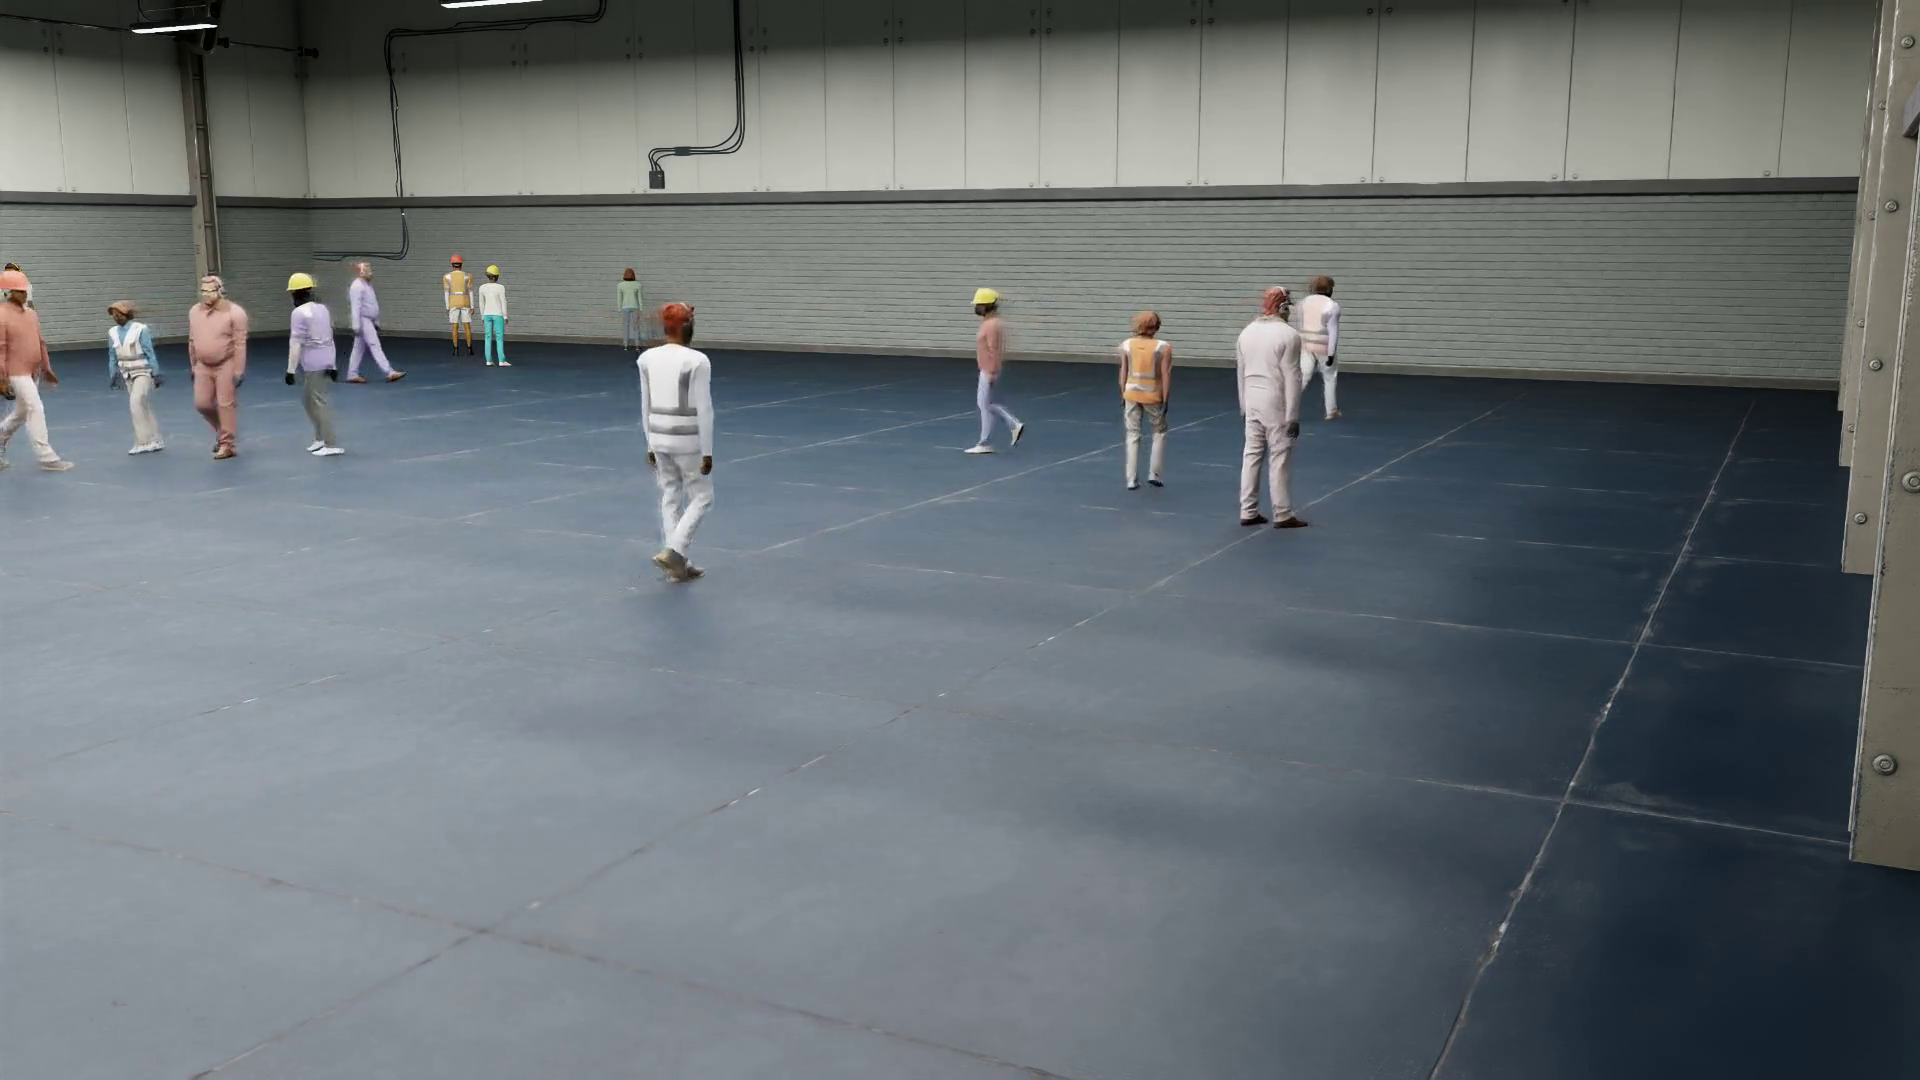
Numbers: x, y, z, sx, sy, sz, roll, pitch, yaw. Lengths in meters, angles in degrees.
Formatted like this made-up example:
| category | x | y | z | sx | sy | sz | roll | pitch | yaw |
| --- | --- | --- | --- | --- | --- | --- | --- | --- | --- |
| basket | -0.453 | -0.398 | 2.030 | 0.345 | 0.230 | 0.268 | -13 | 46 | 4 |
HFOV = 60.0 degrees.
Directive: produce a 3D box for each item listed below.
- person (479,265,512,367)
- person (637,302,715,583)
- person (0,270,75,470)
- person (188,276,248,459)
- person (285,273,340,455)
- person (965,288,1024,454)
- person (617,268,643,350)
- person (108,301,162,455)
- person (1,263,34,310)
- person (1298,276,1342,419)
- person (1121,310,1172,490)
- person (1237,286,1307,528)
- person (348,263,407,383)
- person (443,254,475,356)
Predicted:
| category | x | y | z | sx | sy | sz | roll | pitch | yaw |
| --- | --- | --- | --- | --- | --- | --- | --- | --- | --- |
| person | -8.166 | -3.922 | 29.177 | 0.523 | 1.769 | 0.319 | 3 | 11 | 17 |
| person | -1.858 | -0.619 | 10.902 | 0.577 | 1.871 | 0.461 | 5 | 12 | 27 |
| person | -9.233 | -1.654 | 16.278 | 0.957 | 1.965 | 0.604 | 0 | 10 | 1 |
| person | -7.632 | -1.772 | 17.139 | 0.669 | 1.882 | 0.462 | 1 | 10 | 8 |
| person | -6.772 | -1.823 | 17.370 | 0.609 | 1.904 | 0.599 | 1 | 10 | 4 |
| person | 0.359 | -1.780 | 17.519 | 0.573 | 1.750 | 0.540 | -1 | 10 | -7 |
| person | -6.620 | -4.635 | 33.418 | 0.507 | 1.636 | 0.274 | -1 | 10 | -8 |
| person | -8.694 | -1.699 | 17.449 | 0.529 | 1.605 | 0.642 | 4 | 11 | 22 |
| person | -14.909 | -3.449 | 26.350 | 0.509 | 1.863 | 0.311 | 0 | 10 | -2 |
| person | 4.413 | -2.367 | 20.615 | 0.921 | 1.811 | 0.631 | -9 | 14 | -41 |
| person | 1.691 | -1.266 | 15.100 | 0.524 | 1.622 | 0.523 | 5 | 12 | 25 |
| person | 2.469 | -1.041 | 13.102 | 0.400 | 1.906 | 0.649 | -7 | 12 | -33 |
| person | -9.108 | -3.351 | 25.798 | 0.960 | 1.855 | 0.673 | -1 | 10 | -8 |
| person | -9.569 | -4.492 | 31.811 | 0.545 | 1.941 | 0.350 | -3 | 11 | -15 |
